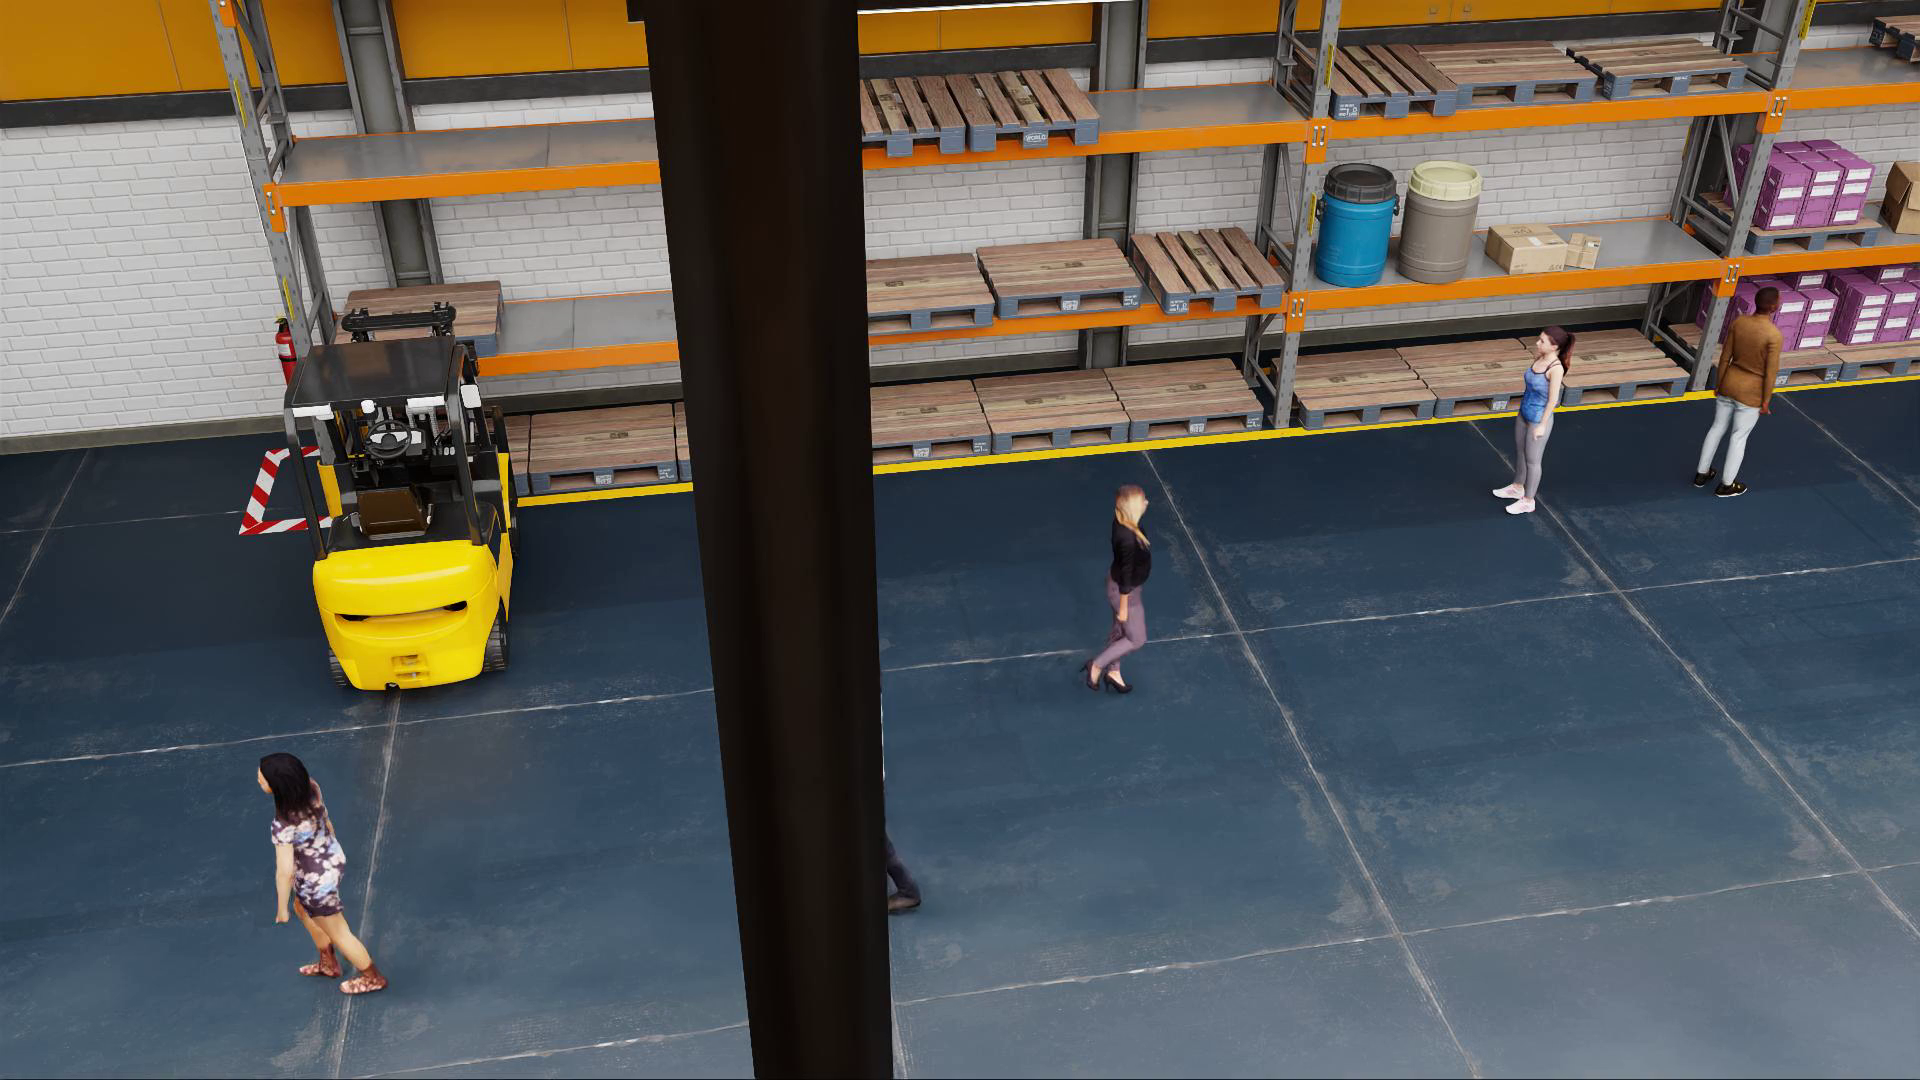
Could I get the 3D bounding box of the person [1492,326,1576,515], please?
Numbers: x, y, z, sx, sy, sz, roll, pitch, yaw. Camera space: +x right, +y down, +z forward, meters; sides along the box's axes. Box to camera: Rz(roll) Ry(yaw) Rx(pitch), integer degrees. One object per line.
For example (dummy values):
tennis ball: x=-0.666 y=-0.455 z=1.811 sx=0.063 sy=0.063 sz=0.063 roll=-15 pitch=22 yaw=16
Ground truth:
person: x=4.572 y=-0.968 z=13.222 sx=0.545 sy=1.610 sz=0.572 roll=-4 pitch=34 yaw=-5

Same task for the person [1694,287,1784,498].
person: x=6.290 y=-1.200 z=13.384 sx=0.689 sy=1.816 sz=0.709 roll=-21 pitch=39 yaw=-28

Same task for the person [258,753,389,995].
person: x=-3.367 y=1.820 z=8.933 sx=0.795 sy=1.713 sz=0.687 roll=0 pitch=34 yaw=0

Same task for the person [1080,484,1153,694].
person: x=1.008 y=0.374 z=11.155 sx=0.699 sy=1.662 sz=0.646 roll=0 pitch=34 yaw=-1
